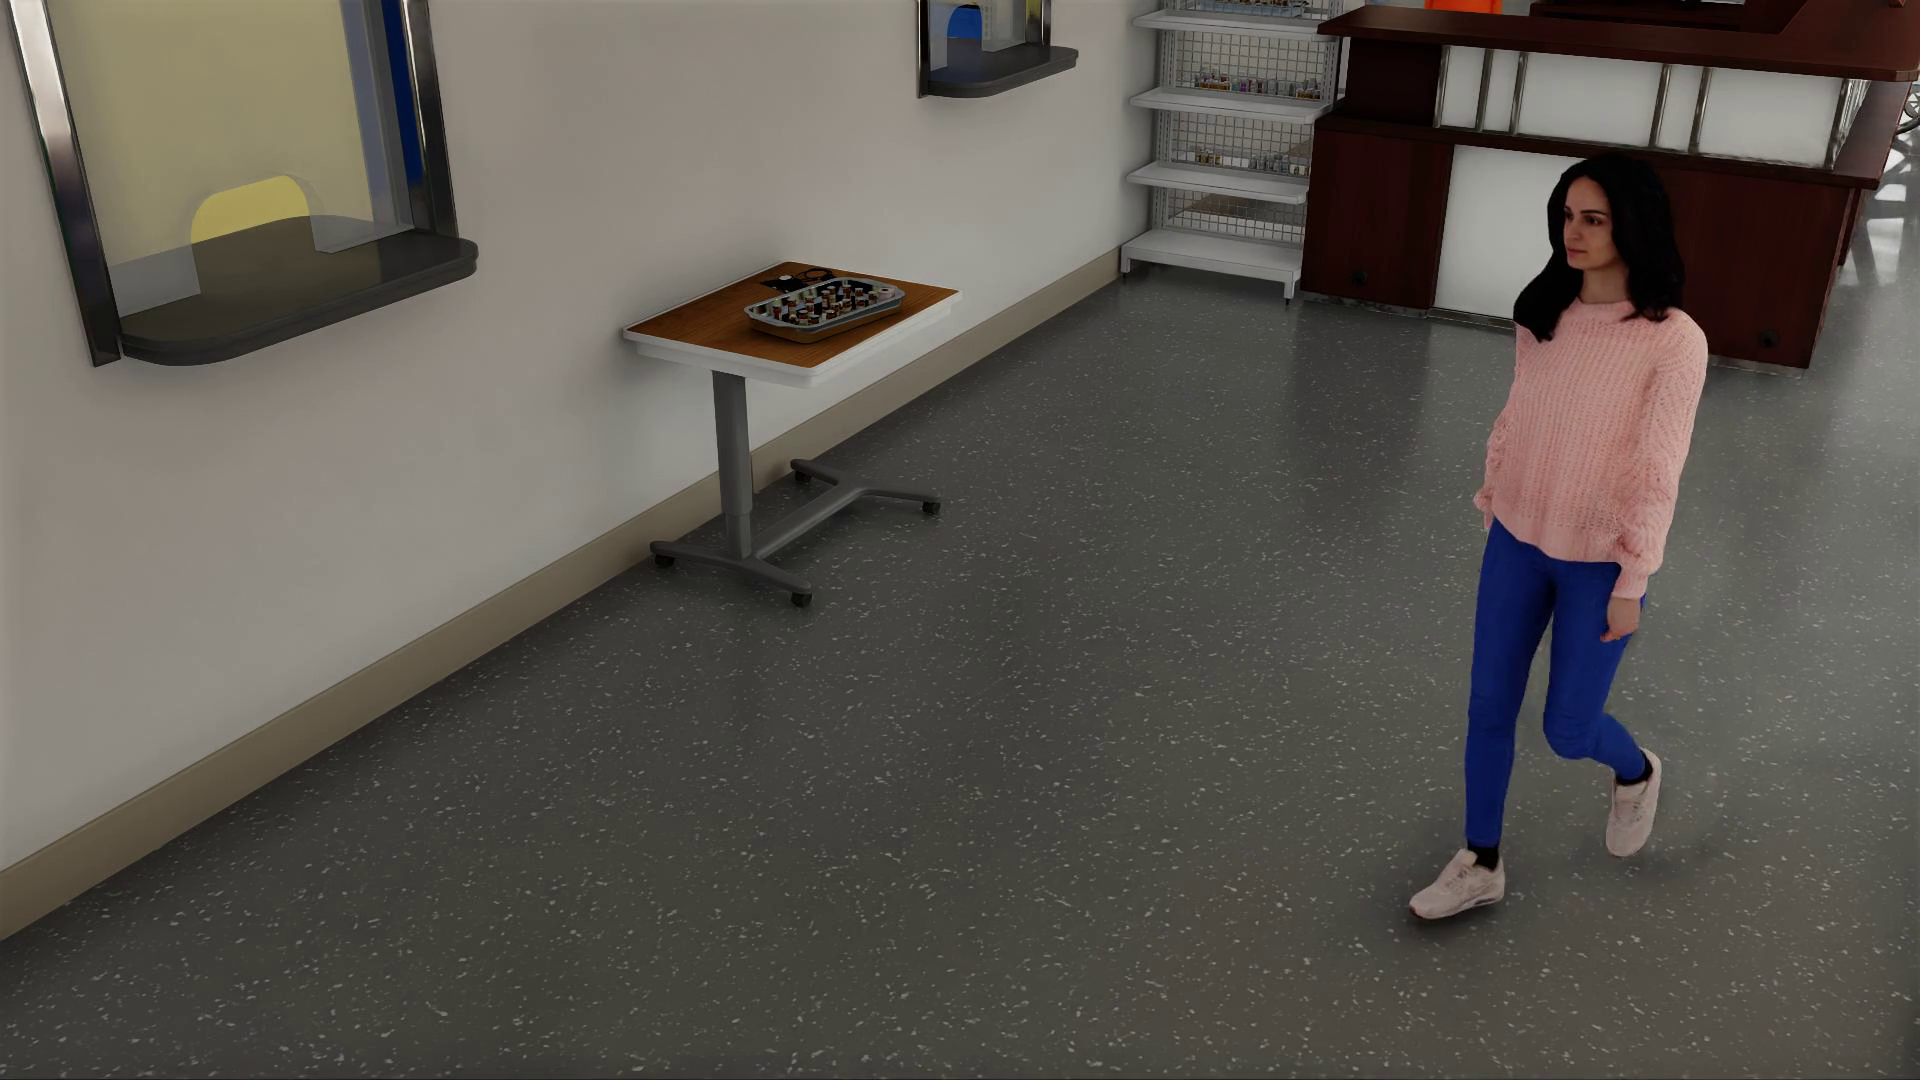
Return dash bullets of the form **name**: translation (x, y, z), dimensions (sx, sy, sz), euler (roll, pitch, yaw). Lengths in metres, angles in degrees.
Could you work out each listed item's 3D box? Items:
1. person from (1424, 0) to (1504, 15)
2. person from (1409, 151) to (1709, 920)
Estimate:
- **person**: translation (2.981, -3.007, 9.938), dimensions (0.502, 1.750, 0.682), euler (12, 28, 24)
- **person**: translation (1.374, 0.044, 3.611), dimensions (0.959, 1.751, 0.989), euler (-15, 30, -28)
